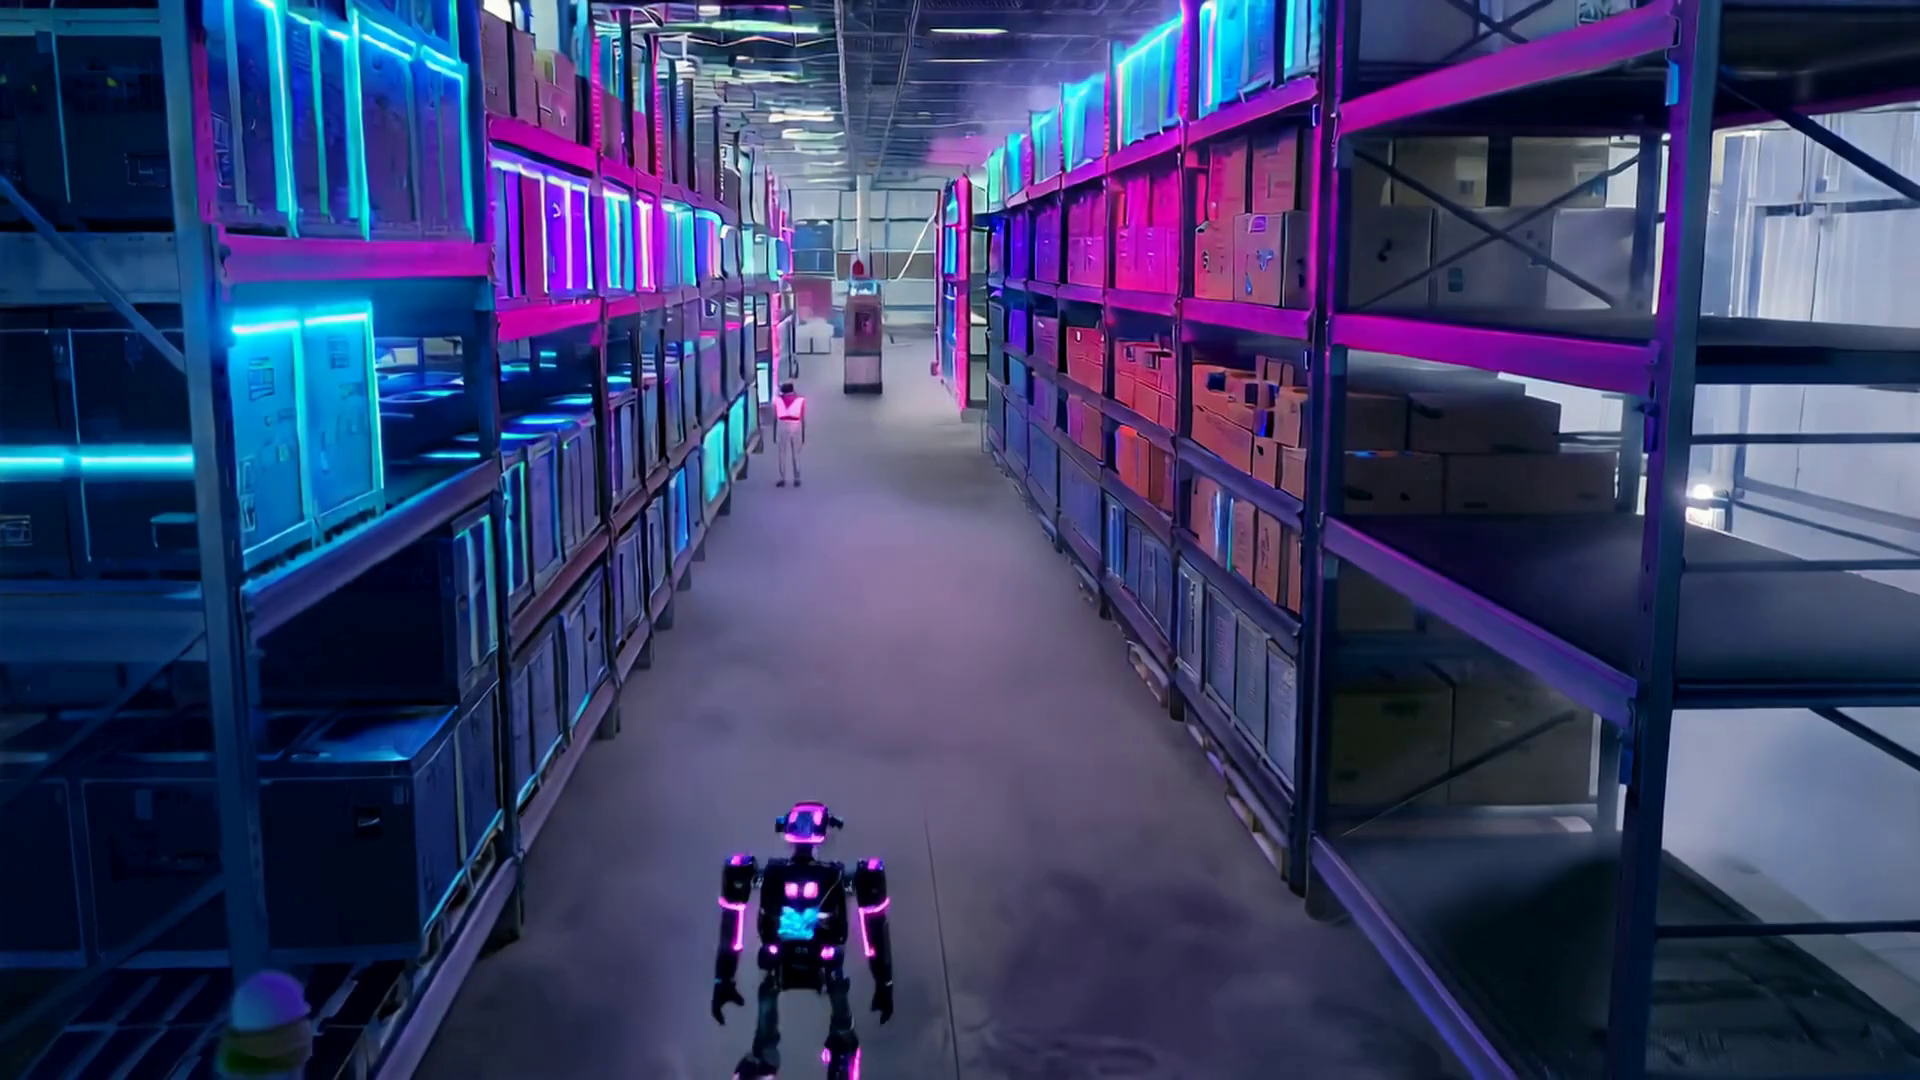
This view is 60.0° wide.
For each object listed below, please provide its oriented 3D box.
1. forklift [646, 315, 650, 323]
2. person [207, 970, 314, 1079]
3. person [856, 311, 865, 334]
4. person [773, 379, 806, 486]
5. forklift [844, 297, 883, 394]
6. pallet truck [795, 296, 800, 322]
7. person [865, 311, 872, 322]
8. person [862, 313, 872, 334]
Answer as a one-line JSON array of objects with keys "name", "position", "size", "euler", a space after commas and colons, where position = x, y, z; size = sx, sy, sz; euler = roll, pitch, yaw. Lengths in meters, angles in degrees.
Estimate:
[{"name": "forklift", "position": [-10.084, -6.305, 52.128], "size": [1.129, 2.768, 1.873], "euler": [-1, 10, -3]}, {"name": "person", "position": [-2.134, 2.170, 5.029], "size": [0.502, 1.704, 0.600], "euler": [8, 12, 40]}, {"name": "person", "position": [-4.218, -8.833, 70.072], "size": [0.573, 1.923, 0.636], "euler": [2, 10, 12]}, {"name": "person", "position": [-2.930, -1.847, 28.577], "size": [0.567, 1.847, 0.389], "euler": [1, 10, 4]}, {"name": "forklift", "position": [-2.826, -5.684, 48.421], "size": [1.129, 2.768, 1.873], "euler": [-1, 10, -4]}, {"name": "pallet truck", "position": [-8.622, -12.439, 91.403], "size": [1.885, 1.965, 0.823], "euler": [2, 10, 13]}, {"name": "person", "position": [-3.770, -8.642, 68.729], "size": [0.396, 1.991, 0.626], "euler": [4, 10, 24]}, {"name": "person", "position": [-3.407, -7.527, 62.259], "size": [0.382, 1.930, 0.547], "euler": [6, 11, 34]}]
